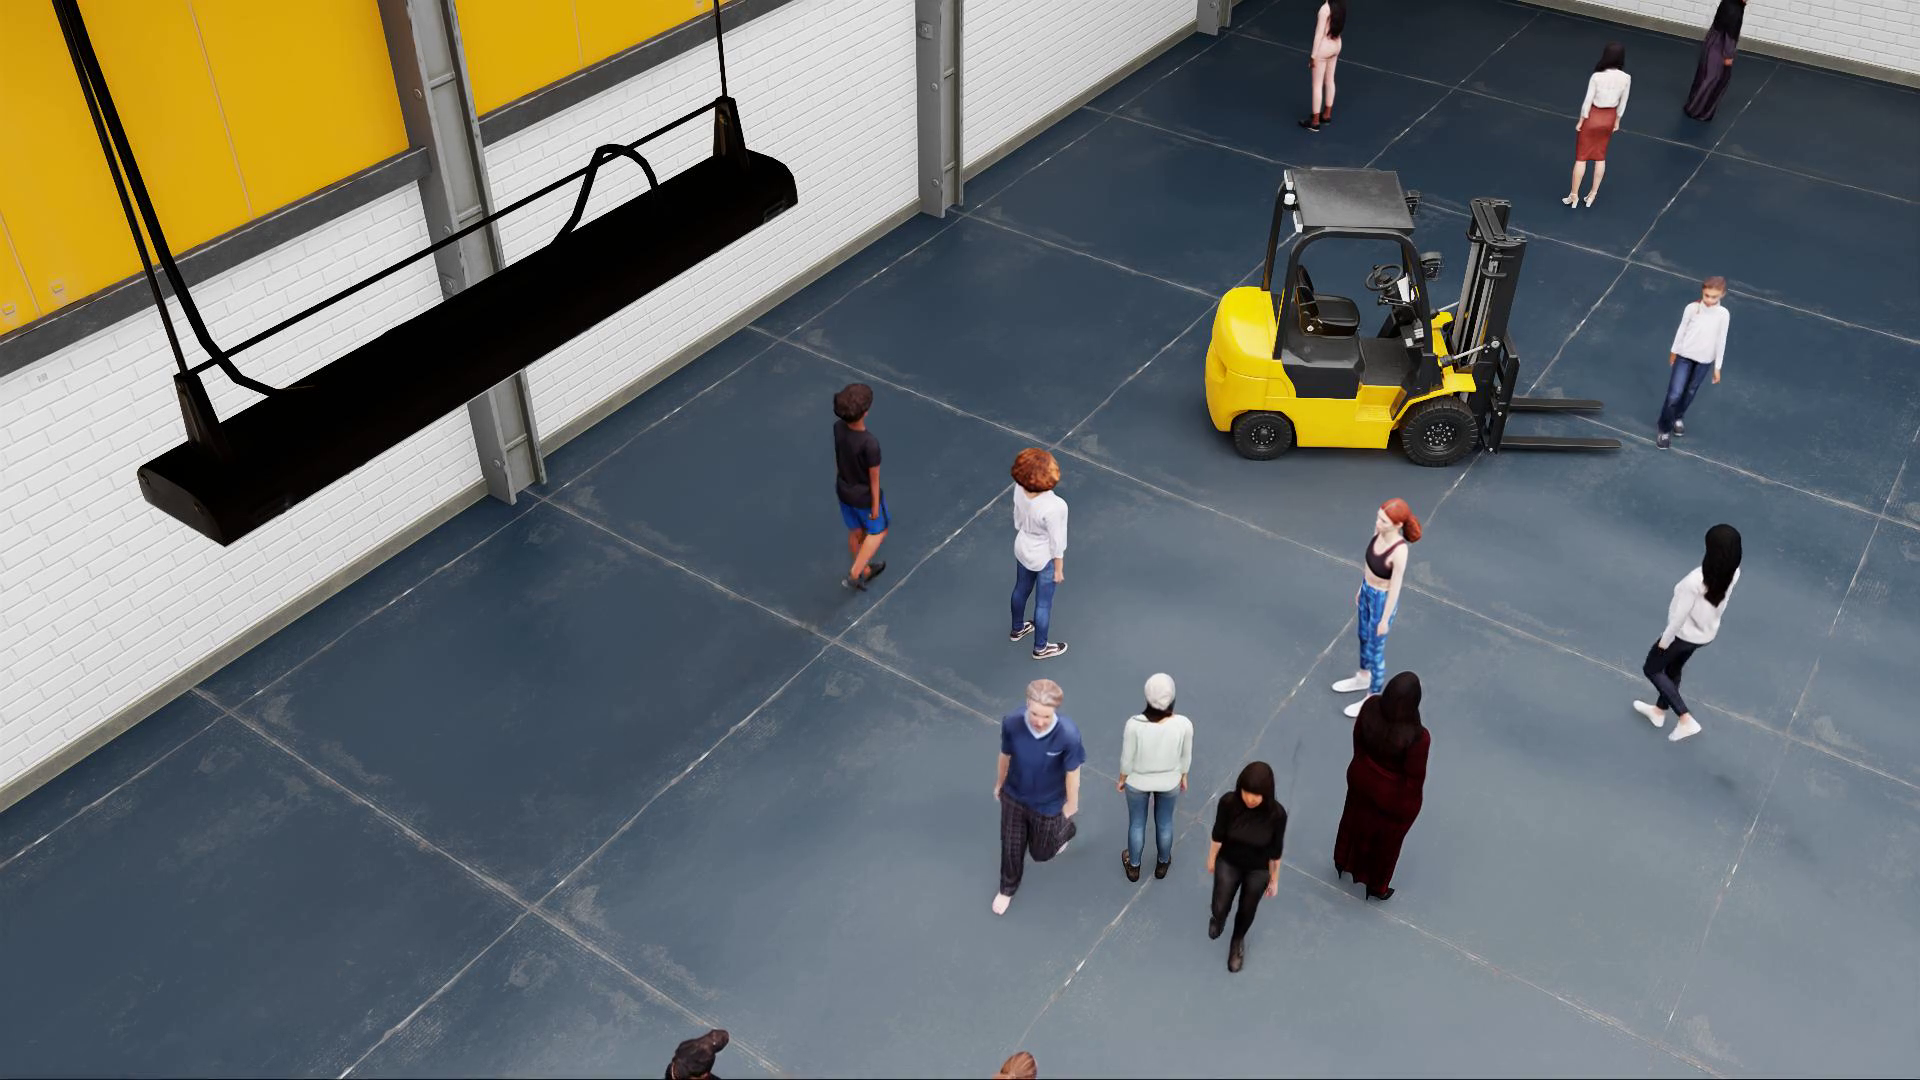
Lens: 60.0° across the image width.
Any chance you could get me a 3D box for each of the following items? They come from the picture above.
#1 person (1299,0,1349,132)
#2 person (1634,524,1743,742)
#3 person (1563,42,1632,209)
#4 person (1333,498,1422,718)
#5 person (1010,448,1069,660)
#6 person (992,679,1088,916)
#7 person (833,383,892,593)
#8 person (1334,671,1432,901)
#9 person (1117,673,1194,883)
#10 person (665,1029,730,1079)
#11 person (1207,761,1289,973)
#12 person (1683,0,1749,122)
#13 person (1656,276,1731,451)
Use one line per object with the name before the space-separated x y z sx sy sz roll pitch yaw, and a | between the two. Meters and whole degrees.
person | 4.092 -5.441 18.548 0.706 1.718 0.508 31 48 33
person | 4.858 0.659 10.937 0.829 1.683 0.851 -21 43 -25
person | 6.517 -4.236 17.012 0.678 1.750 0.712 -2 39 -3
person | 2.797 0.437 11.136 0.716 1.782 0.654 -6 39 -7
person | 0.531 0.080 11.638 0.716 1.713 0.712 -25 45 -28
person | 0.488 1.455 9.815 0.771 1.840 0.946 20 43 23
person | -0.777 -0.328 12.089 0.607 1.787 0.778 26 45 29
person | 2.510 1.458 9.878 0.716 1.757 0.737 -24 44 -27
person | 1.164 1.424 10.008 0.645 1.647 0.675 -2 39 -2
person | -1.247 2.960 8.091 0.581 1.639 0.634 20 43 23
person | 1.659 1.800 9.552 0.667 1.630 0.716 11 40 13
person | 8.597 -5.619 18.874 0.872 1.589 0.740 -5 39 -7
person | 6.104 -1.554 13.826 0.695 1.536 0.855 8 39 10
